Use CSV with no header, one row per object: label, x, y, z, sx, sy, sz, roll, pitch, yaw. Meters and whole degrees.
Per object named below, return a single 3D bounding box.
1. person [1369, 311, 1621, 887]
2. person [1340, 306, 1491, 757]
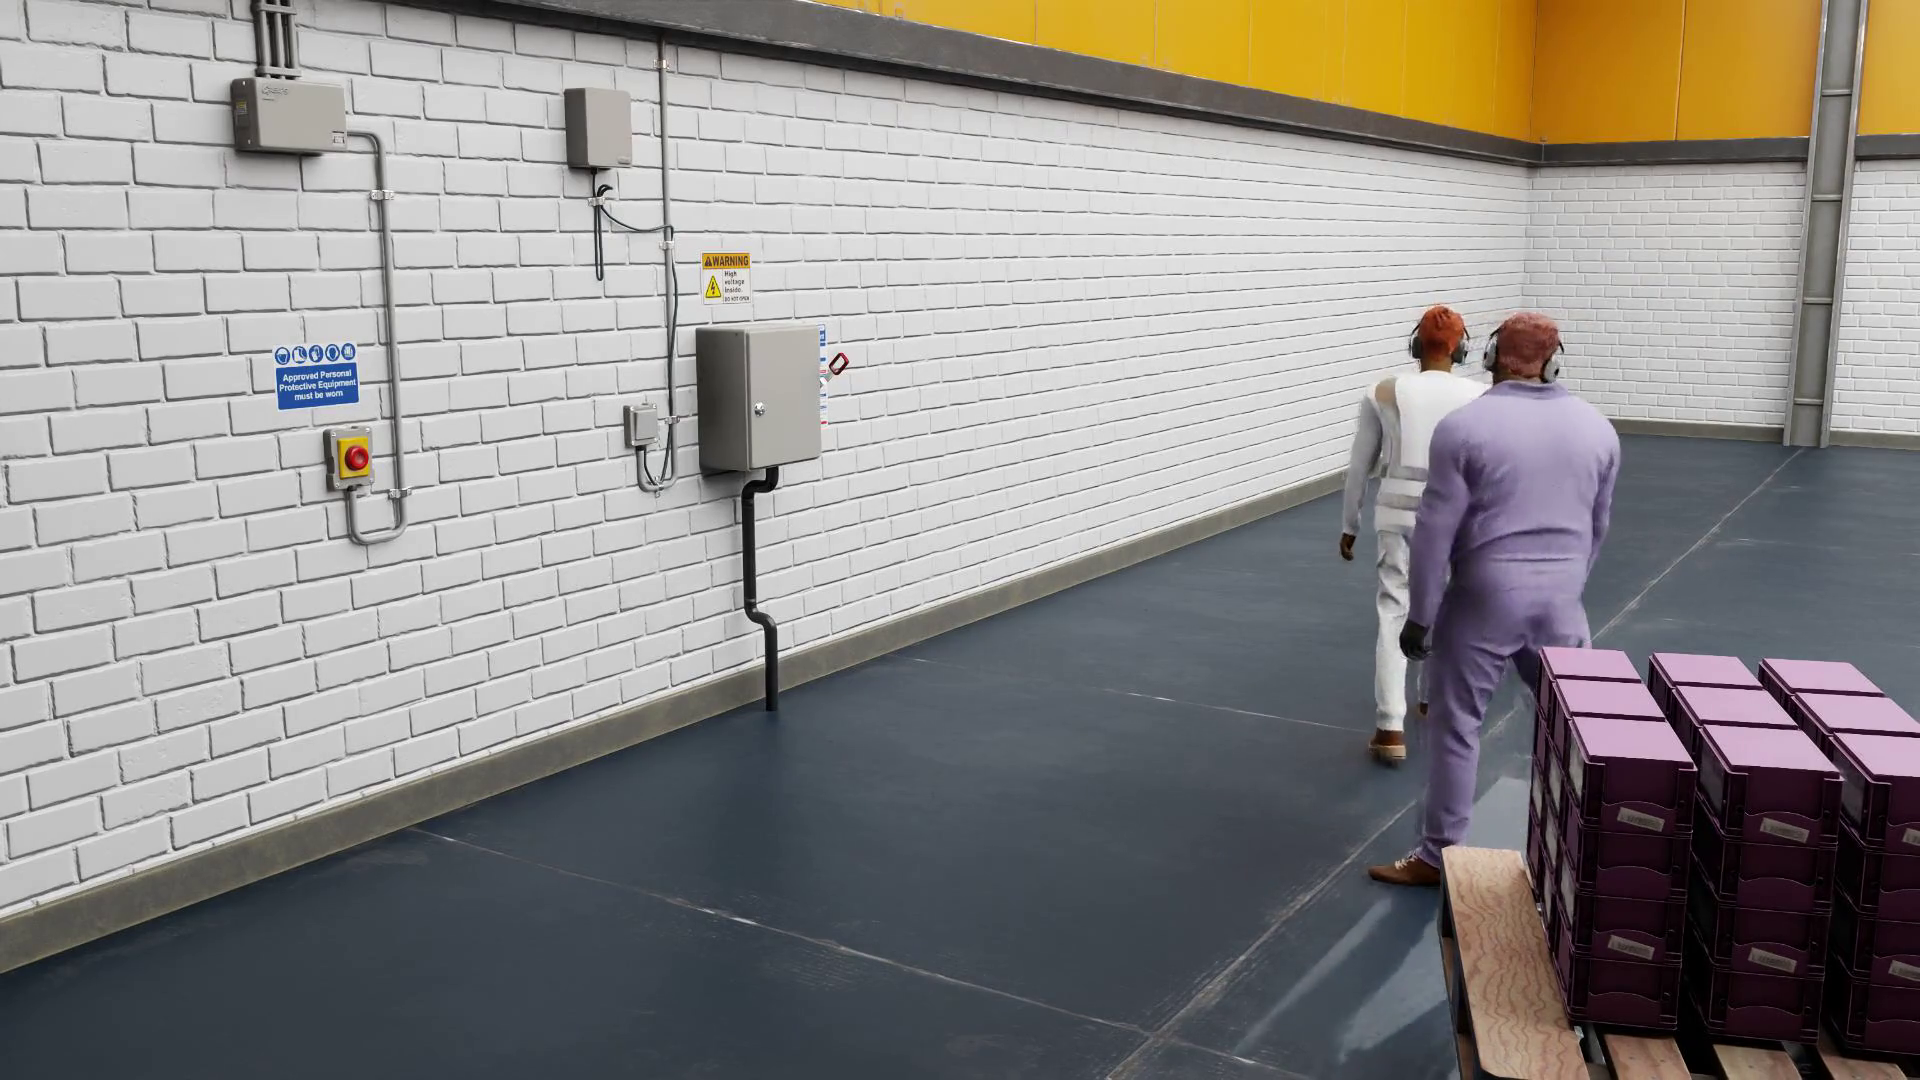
person,1.795,0.218,5.339,0.912,1.877,0.408,-2,10,-8
person,1.917,-0.048,6.937,0.644,1.830,1.025,3,11,17
